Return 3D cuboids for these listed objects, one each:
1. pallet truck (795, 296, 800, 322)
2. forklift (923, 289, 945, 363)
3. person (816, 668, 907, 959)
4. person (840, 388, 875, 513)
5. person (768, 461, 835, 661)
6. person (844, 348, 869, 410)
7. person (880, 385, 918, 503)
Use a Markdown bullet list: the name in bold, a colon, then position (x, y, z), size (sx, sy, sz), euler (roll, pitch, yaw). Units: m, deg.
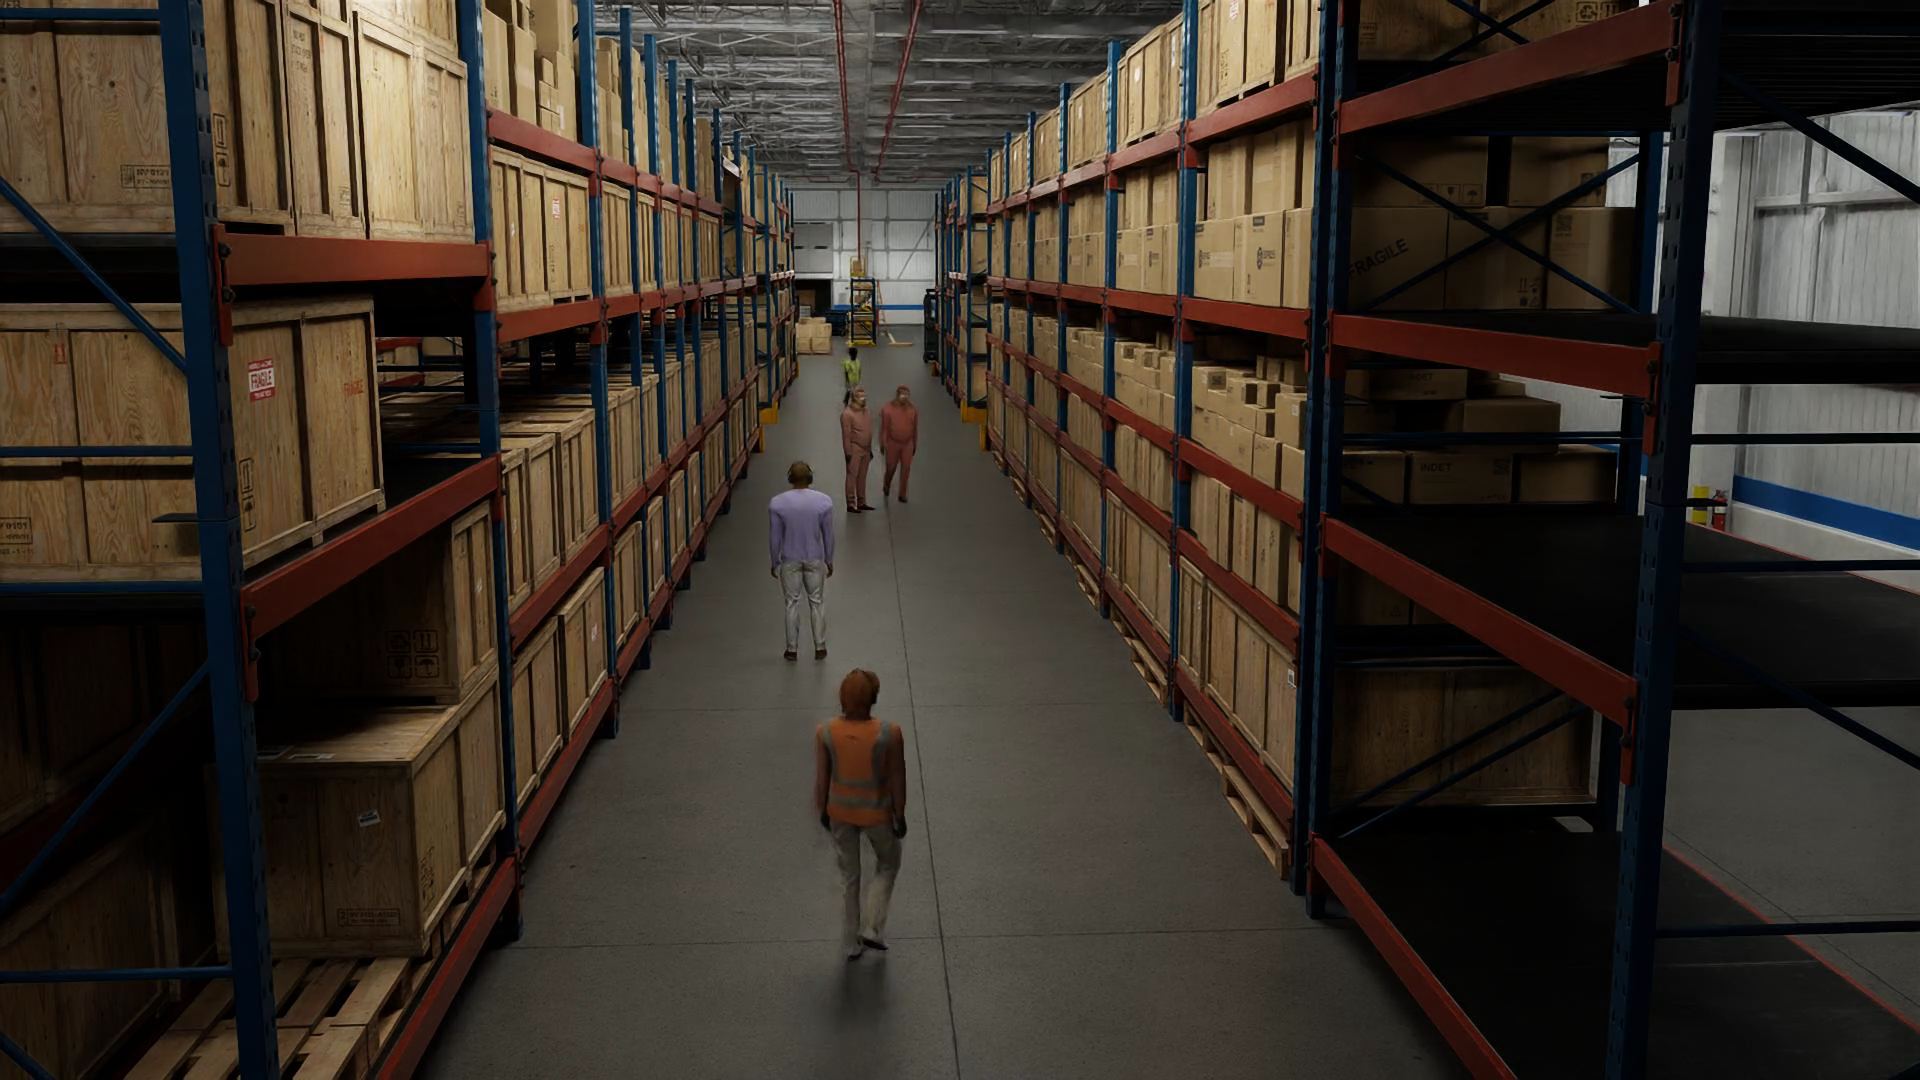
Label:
- **pallet truck**: position (-8.622, -12.439, 91.403), size (1.885, 1.965, 0.823), euler (2, 10, 13)
- **forklift**: position (-0.823, -8.158, 63.198), size (1.129, 2.768, 1.873), euler (-1, 10, -3)
- **person**: position (-0.538, 1.509, 9.160), size (0.537, 1.626, 0.371), euler (2, 10, 14)
- **person**: position (-1.551, -1.379, 25.596), size (0.409, 1.913, 0.646), euler (6, 11, 33)
- **person**: position (-1.524, 0.205, 16.056), size (0.632, 1.936, 0.359), euler (-2, 10, -9)
- **person**: position (-2.656, -4.022, 42.122), size (0.545, 1.653, 0.843), euler (-8, 13, -41)
- **person**: position (-0.983, -1.556, 26.733), size (0.665, 1.886, 0.546), euler (-3, 10, -17)
